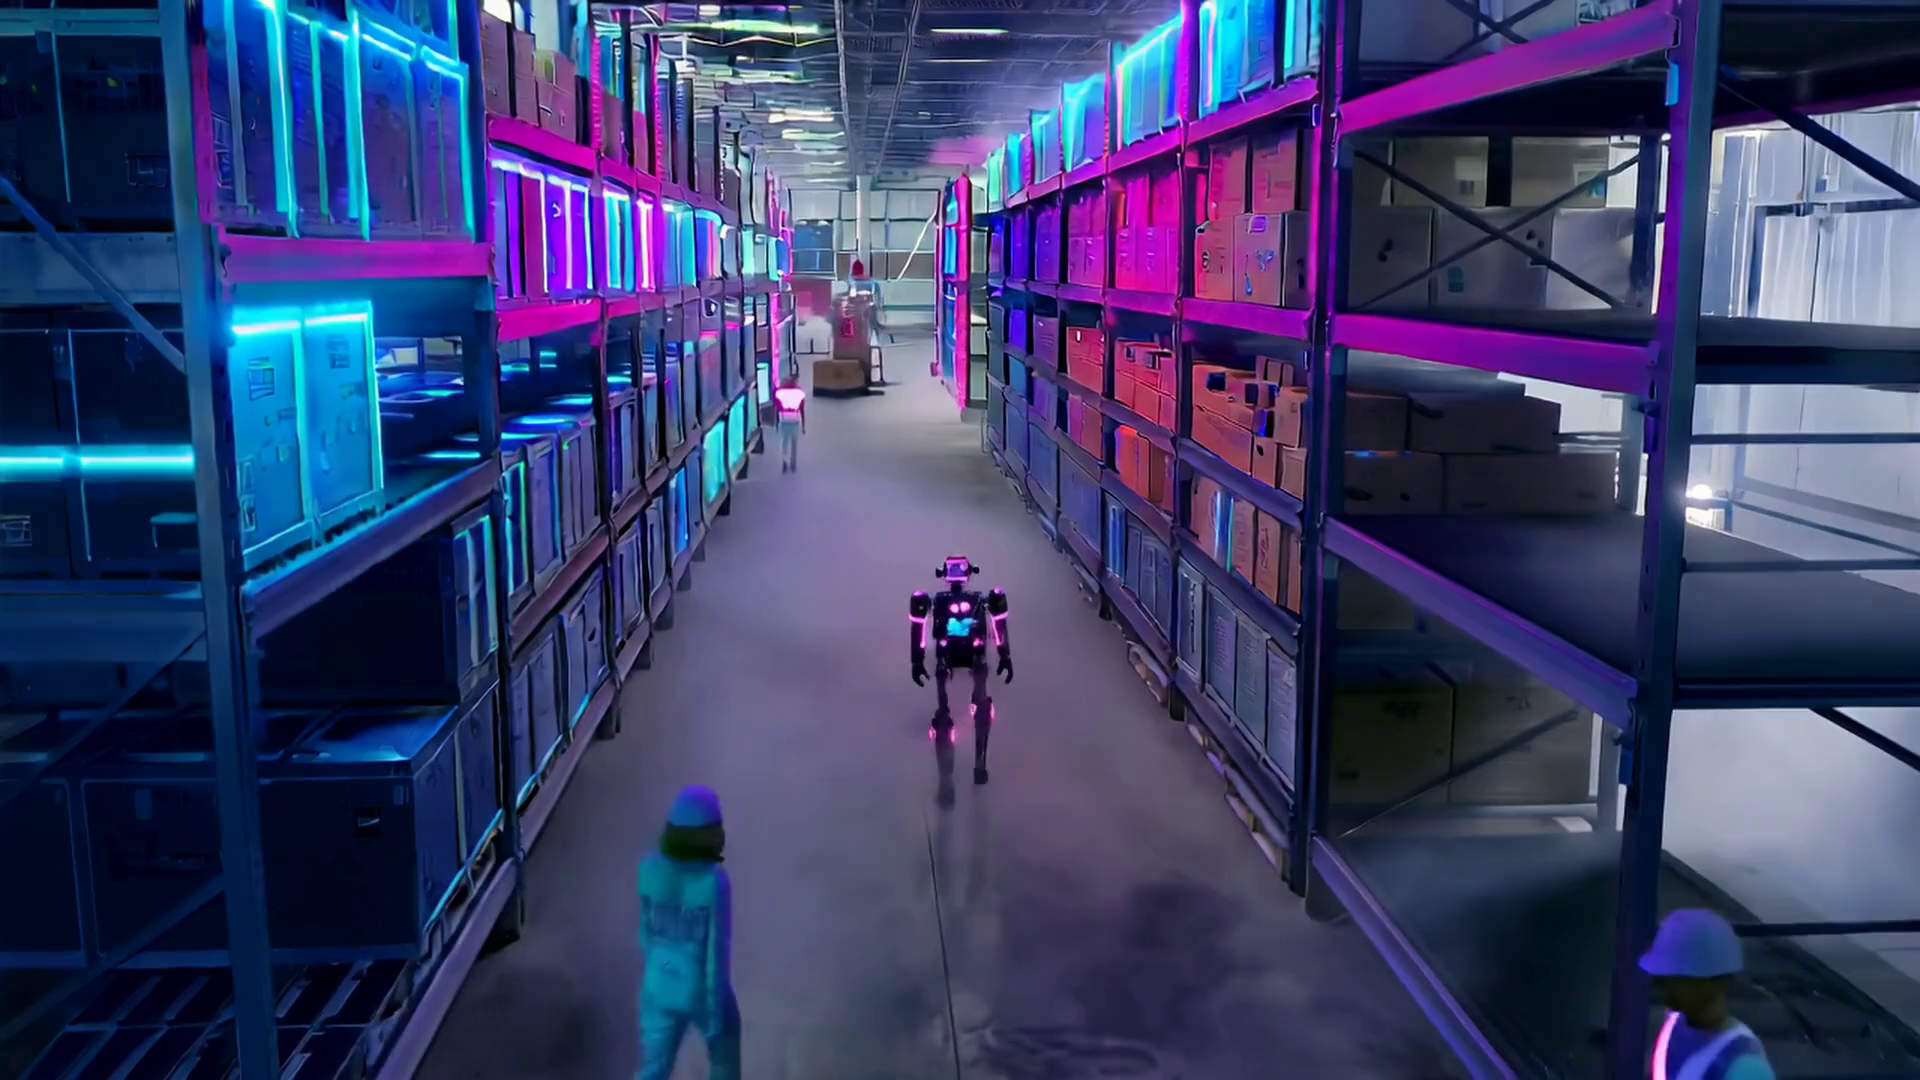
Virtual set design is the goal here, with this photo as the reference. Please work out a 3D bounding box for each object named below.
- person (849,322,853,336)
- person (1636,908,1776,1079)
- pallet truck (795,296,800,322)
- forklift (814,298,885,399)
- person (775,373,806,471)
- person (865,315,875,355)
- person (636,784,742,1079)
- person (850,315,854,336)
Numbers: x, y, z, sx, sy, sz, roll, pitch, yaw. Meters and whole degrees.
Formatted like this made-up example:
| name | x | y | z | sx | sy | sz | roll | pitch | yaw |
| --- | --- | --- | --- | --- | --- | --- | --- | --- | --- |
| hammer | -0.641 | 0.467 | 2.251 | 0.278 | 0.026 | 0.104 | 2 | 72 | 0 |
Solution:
| name | x | y | z | sx | sy | sz | roll | pitch | yaw |
| --- | --- | --- | --- | --- | --- | --- | --- | --- | --- |
| person | -4.240 | -8.627 | 68.920 | 0.903 | 1.908 | 0.645 | -9 | 13 | -43 |
| person | 2.171 | 2.058 | 5.130 | 0.962 | 1.891 | 0.549 | -1 | 10 | -6 |
| pallet truck | -8.622 | -12.439 | 91.403 | 1.885 | 1.965 | 0.823 | 2 | 10 | 13 |
| forklift | -3.156 | -5.413 | 46.804 | 1.129 | 2.768 | 1.873 | 7 | 12 | 37 |
| person | -3.097 | -2.151 | 30.470 | 0.579 | 1.818 | 0.611 | -1 | 10 | -7 |
| person | -3.745 | -8.640 | 68.718 | 0.377 | 1.995 | 0.608 | 4 | 10 | 24 |
| person | -1.156 | 1.859 | 6.871 | 0.484 | 1.713 | 0.821 | 4 | 10 | 25 |
| person | -3.757 | -7.449 | 61.911 | 0.762 | 1.898 | 0.554 | -7 | 12 | -35 |
